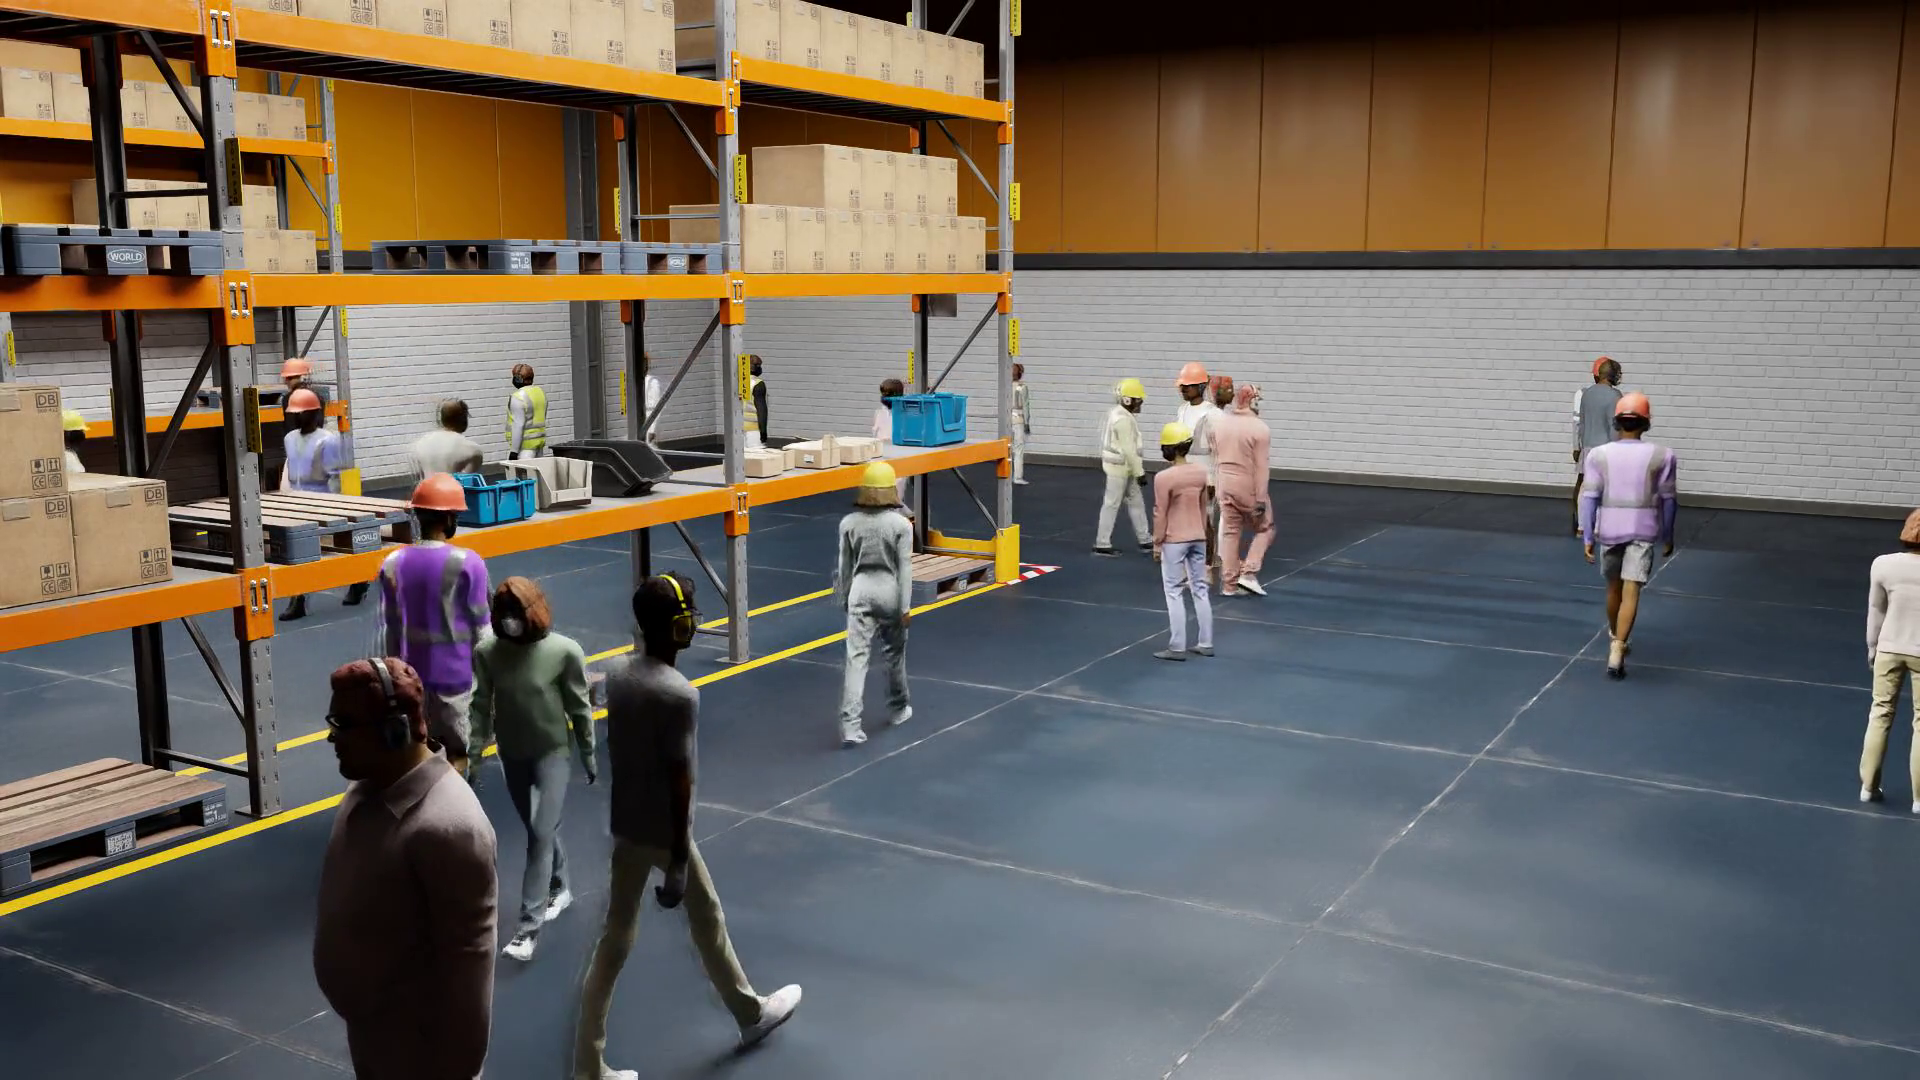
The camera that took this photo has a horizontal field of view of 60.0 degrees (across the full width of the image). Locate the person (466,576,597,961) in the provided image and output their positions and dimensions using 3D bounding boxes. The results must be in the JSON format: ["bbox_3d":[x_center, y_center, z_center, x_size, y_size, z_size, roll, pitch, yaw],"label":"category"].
[{"bbox_3d":[-1.829,0.933,7.017,0.513,1.574,0.868,2,9,10],"label":"person"}]

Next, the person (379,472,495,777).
[{"bbox_3d":[-2.497,0.641,7.837,0.542,1.913,0.744,4,10,21],"label":"person"}]

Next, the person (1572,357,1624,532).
[{"bbox_3d":[7.014,-1.043,18.284,0.547,1.928,0.385,0,9,0],"label":"person"}]

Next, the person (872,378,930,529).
[{"bbox_3d":[-0.602,-0.721,16.637,0.796,1.820,0.633,-7,12,-39],"label":"person"}]

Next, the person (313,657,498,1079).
[{"bbox_3d":[-1.410,1.225,4.198,0.403,1.904,0.652,-7,12,-39],"label":"person"}]

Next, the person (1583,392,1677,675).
[{"bbox_3d":[4.779,-0.055,11.927,0.607,2.003,1.049,6,11,31],"label":"person"}]

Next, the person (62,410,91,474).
[{"bbox_3d":[-7.252,-0.210,13.705,0.895,1.712,0.547,-4,10,-22],"label":"person"}]

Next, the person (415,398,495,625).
[{"bbox_3d":[-3.978,-0.175,13.071,0.632,1.877,1.074,3,10,18],"label":"person"}]

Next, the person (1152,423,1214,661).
[{"bbox_3d":[1.625,0.013,12.273,0.531,1.751,0.412,-7,11,-36],"label":"person"}]

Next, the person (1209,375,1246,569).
[{"bbox_3d":[2.551,-0.640,15.954,0.676,1.862,0.614,2,9,15],"label":"person"}]

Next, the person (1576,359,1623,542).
[{"bbox_3d":[6.813,-0.951,17.677,0.351,1.936,0.634,-2,9,-12],"label":"person"}]

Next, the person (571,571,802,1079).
[{"bbox_3d":[-1.010,1.006,5.839,0.521,1.818,0.986,7,12,39],"label":"person"}]

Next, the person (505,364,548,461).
[{"bbox_3d":[-4.836,-1.038,18.522,0.429,1.845,0.622,2,9,15],"label":"person"}]

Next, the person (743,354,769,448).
[{"bbox_3d":[-2.593,-1.384,20.690,0.430,1.841,0.624,-9,12,-43],"label":"person"}]

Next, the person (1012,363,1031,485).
[{"bbox_3d":[0.727,-1.553,22.414,0.312,1.638,0.556,-9,13,-43],"label":"person"}]

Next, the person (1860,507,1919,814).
[{"bbox_3d":[5.057,0.626,8.817,0.285,1.626,0.493,-8,12,-39],"label":"person"}]

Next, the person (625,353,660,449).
[{"bbox_3d":[-4.033,-1.399,20.708,0.593,1.857,0.768,7,12,38],"label":"person"}]

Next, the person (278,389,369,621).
[{"bbox_3d":[-5.347,-0.324,13.888,0.553,1.907,0.932,3,10,19],"label":"person"}]

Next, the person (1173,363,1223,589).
[{"bbox_3d":[2.098,-0.576,15.016,0.391,2.039,0.615,-4,10,-26],"label":"person"}]

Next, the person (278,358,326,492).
[{"bbox_3d":[-6.848,-0.883,17.167,0.632,1.953,0.927,4,10,24],"label":"person"}]

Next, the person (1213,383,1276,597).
[{"bbox_3d":[2.501,-0.425,14.561,0.432,1.891,0.645,-7,12,-38],"label":"person"}]

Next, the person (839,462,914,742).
[{"bbox_3d":[-0.521,0.366,10.200,0.501,1.698,0.891,2,9,15],"label":"person"}]

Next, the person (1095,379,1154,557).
[{"bbox_3d":[1.736,-0.706,16.593,0.834,1.792,0.594,1,9,7],"label":"person"}]
